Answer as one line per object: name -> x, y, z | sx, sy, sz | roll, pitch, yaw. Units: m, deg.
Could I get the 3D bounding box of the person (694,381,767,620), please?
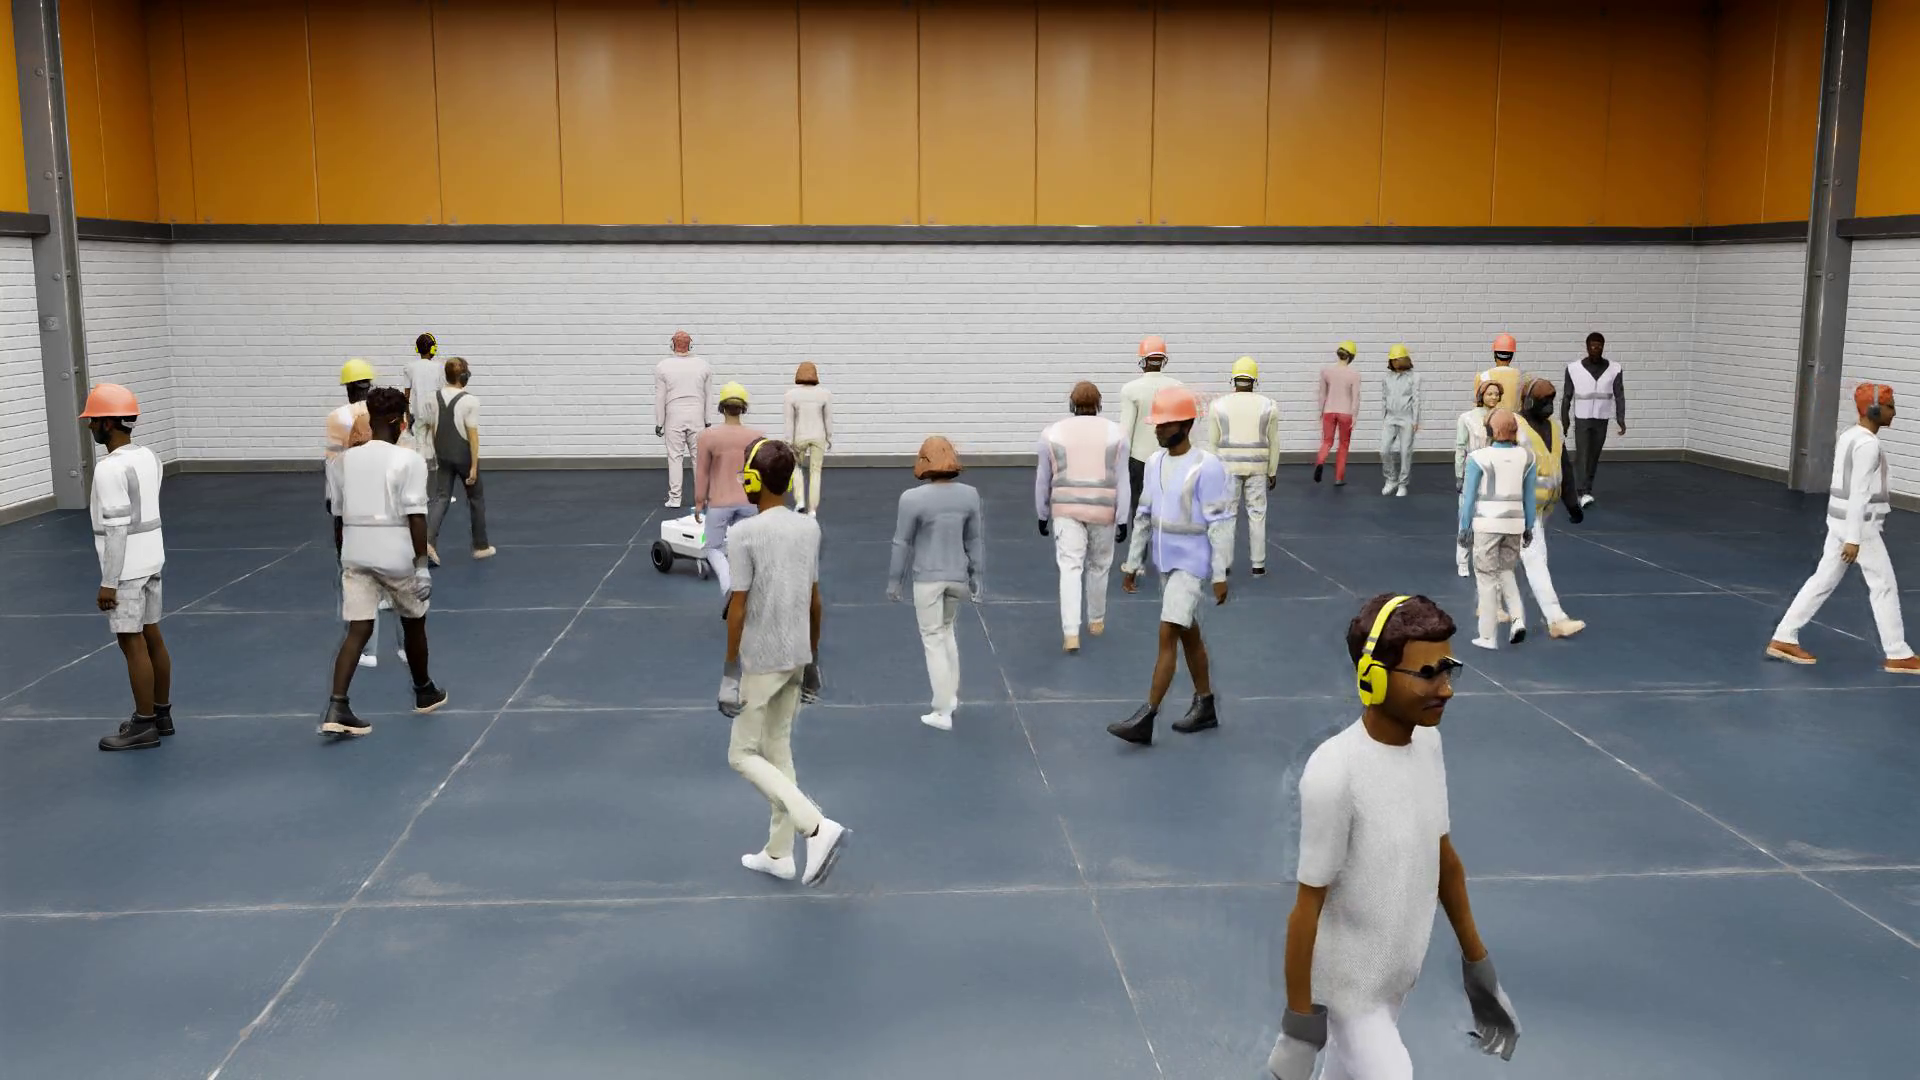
person -> -1.613, -0.255, 11.851 | 0.546, 1.750, 0.485 | -4, 10, -22

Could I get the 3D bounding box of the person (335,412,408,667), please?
person -> -3.742, 0.000, 10.661 | 0.513, 1.628, 0.273 | -7, 11, -37

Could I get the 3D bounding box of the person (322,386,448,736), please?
person -> -3.204, 0.106, 9.167 | 0.647, 1.902, 0.995 | 2, 9, 12

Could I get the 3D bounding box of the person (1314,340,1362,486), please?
person -> 4.451, -1.487, 19.611 | 0.537, 1.741, 0.522 | 6, 11, 33

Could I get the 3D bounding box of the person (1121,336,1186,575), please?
person -> 1.599, -0.702, 13.908 | 0.622, 1.994, 0.381 | -3, 10, -21

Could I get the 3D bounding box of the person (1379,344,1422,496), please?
person -> 4.970, -1.345, 18.795 | 0.497, 1.723, 0.427 | 6, 11, 34

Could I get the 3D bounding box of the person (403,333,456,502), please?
person -> -5.807, -1.321, 18.190 | 0.536, 1.869, 0.312 | 1, 9, 3

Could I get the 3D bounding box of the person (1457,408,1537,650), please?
person -> 3.571, -0.066, 11.082 | 0.516, 1.626, 0.361 | -2, 9, -14

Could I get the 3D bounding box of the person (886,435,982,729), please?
person -> -0.162, 0.227, 9.260 | 0.511, 1.617, 0.537 | -6, 11, -33

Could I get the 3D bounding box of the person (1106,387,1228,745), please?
person -> 1.070, 0.141, 8.905 | 0.907, 1.897, 0.574 | -5, 11, -30

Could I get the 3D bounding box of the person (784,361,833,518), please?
person -> -1.558, -1.029, 17.148 | 0.505, 1.621, 0.375 | -2, 9, -10

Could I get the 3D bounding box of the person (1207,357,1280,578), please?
person -> 2.331, -0.591, 13.720 | 0.591, 1.833, 0.403 | 1, 9, 6

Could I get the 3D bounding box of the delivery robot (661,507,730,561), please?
delivery robot -> -2.197, -0.034, 13.928 | 0.477, 0.478, 0.707 | -8, 12, -40

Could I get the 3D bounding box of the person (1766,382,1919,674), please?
person -> 5.656, -0.079, 10.515 | 0.976, 1.838, 0.593 | 2, 9, 15

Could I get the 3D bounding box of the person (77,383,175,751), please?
person -> -4.407, 0.143, 8.784 | 0.356, 1.939, 0.543 | -1, 9, -5

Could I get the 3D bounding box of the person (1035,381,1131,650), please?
person -> 0.828, -0.173, 11.260 | 0.645, 1.794, 0.971 | 1, 9, 5

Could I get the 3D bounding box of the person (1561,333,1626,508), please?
person -> 6.809, -1.269, 17.836 | 0.601, 1.870, 0.995 | 1, 9, 5

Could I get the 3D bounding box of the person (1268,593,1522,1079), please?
person -> 1.004, 1.026, 3.633 | 0.946, 1.819, 0.516 | 7, 11, 37

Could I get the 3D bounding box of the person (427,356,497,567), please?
person -> -4.385, -0.682, 14.386 | 0.517, 1.813, 0.915 | 2, 9, 13

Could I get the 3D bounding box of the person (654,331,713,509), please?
person -> -2.971, -1.289, 17.876 | 0.638, 1.909, 0.408 | -4, 10, -22

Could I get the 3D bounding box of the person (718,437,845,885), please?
person -> -0.712, 0.514, 6.729 | 0.568, 1.851, 0.541 | 7, 11, 36

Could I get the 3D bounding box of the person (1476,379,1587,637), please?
person -> 4.033, -0.243, 11.711 | 0.616, 1.783, 1.001 | -6, 11, -35

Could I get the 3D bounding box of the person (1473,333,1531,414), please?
person -> 5.244, -1.032, 16.162 | 0.549, 1.937, 0.358 | 1, 9, 8

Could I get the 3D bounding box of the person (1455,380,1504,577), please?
person -> 4.350, -0.509, 13.799 | 0.516, 1.644, 0.308 | -1, 9, -4

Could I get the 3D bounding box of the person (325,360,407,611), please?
person -> -4.490, -0.421, 12.554 | 1.007, 1.860, 0.596 | 8, 12, 42
